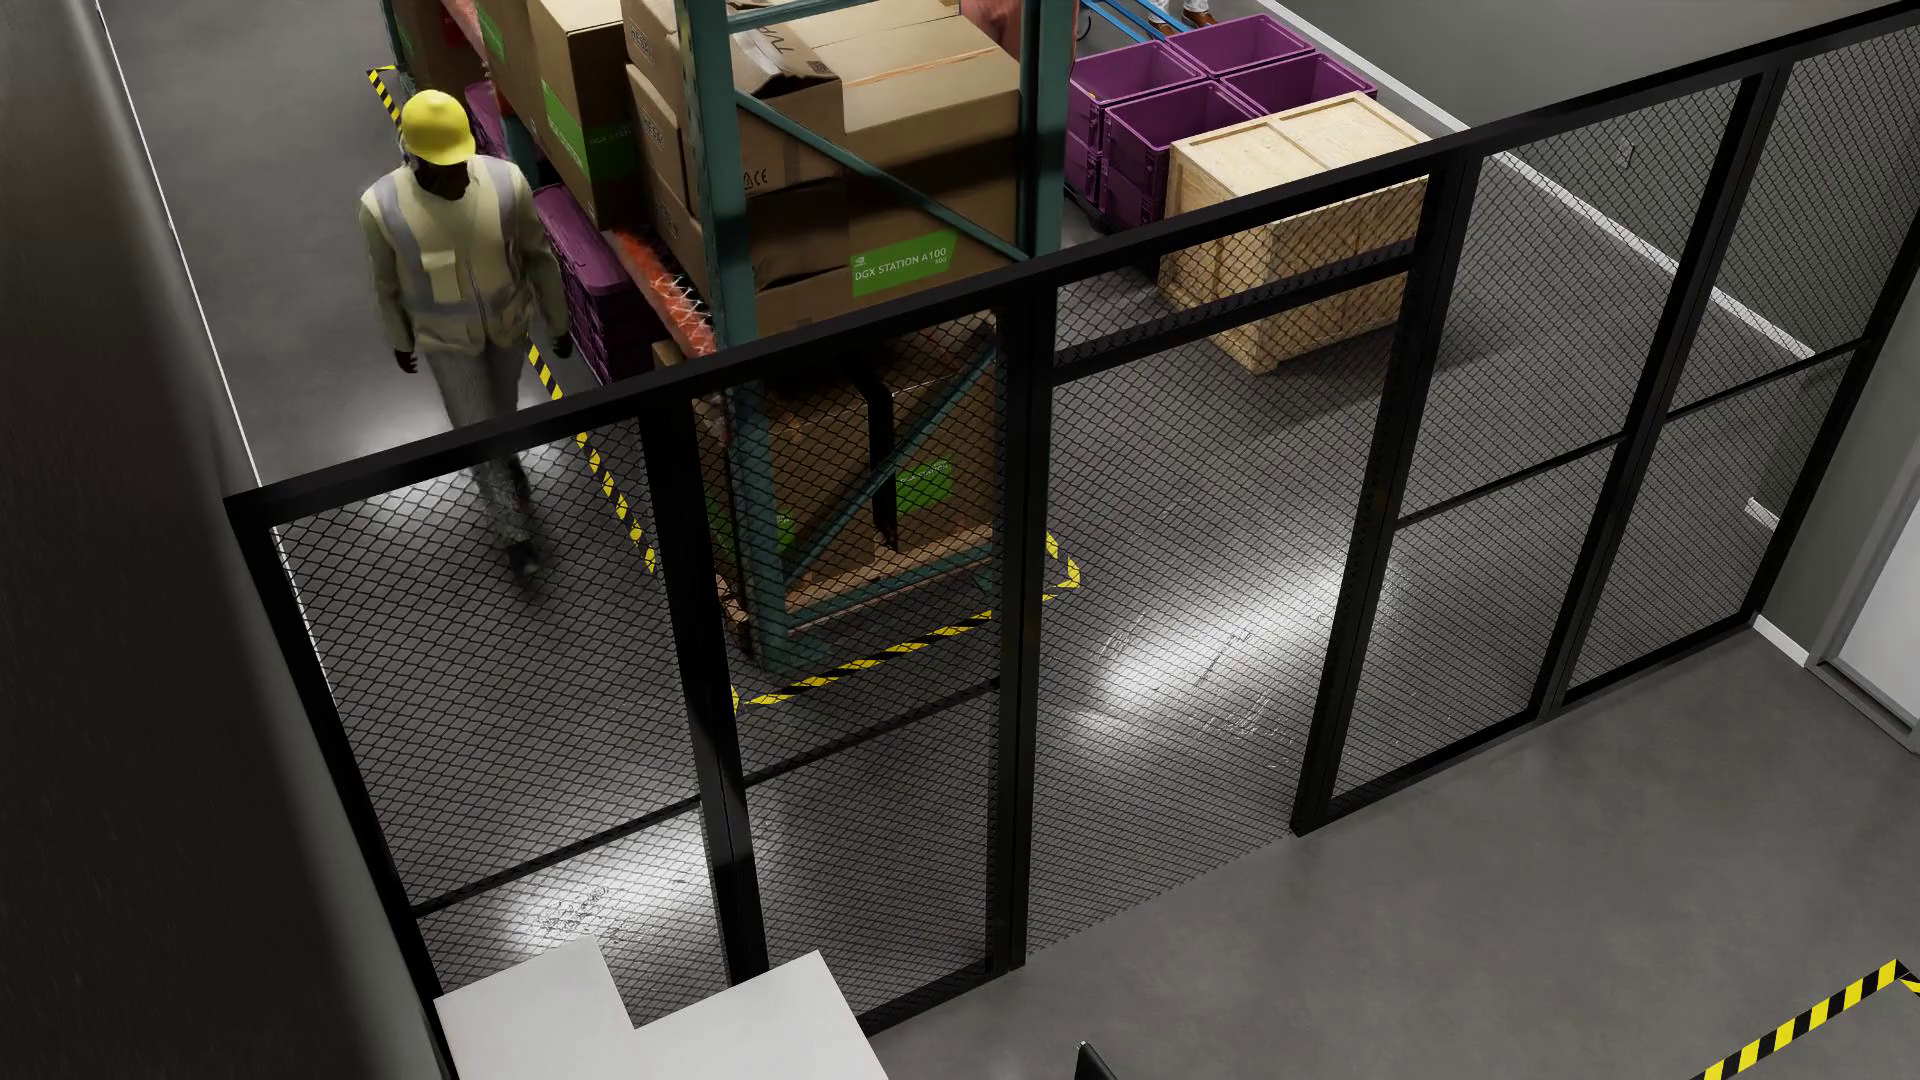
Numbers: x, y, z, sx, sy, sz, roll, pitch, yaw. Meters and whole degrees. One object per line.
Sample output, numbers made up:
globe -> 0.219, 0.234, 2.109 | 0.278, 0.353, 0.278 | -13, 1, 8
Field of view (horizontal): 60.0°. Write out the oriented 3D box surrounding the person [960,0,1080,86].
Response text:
person -> 0.223, -1.808, 6.883 | 0.608, 1.993, 0.379 | -31, 51, -30

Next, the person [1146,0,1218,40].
person -> 1.280, -3.622, 8.907 | 0.636, 1.938, 0.355 | -22, 47, -22

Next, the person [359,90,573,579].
person -> -1.663, -0.725, 5.841 | 0.612, 1.788, 0.932 | -22, 47, -22
